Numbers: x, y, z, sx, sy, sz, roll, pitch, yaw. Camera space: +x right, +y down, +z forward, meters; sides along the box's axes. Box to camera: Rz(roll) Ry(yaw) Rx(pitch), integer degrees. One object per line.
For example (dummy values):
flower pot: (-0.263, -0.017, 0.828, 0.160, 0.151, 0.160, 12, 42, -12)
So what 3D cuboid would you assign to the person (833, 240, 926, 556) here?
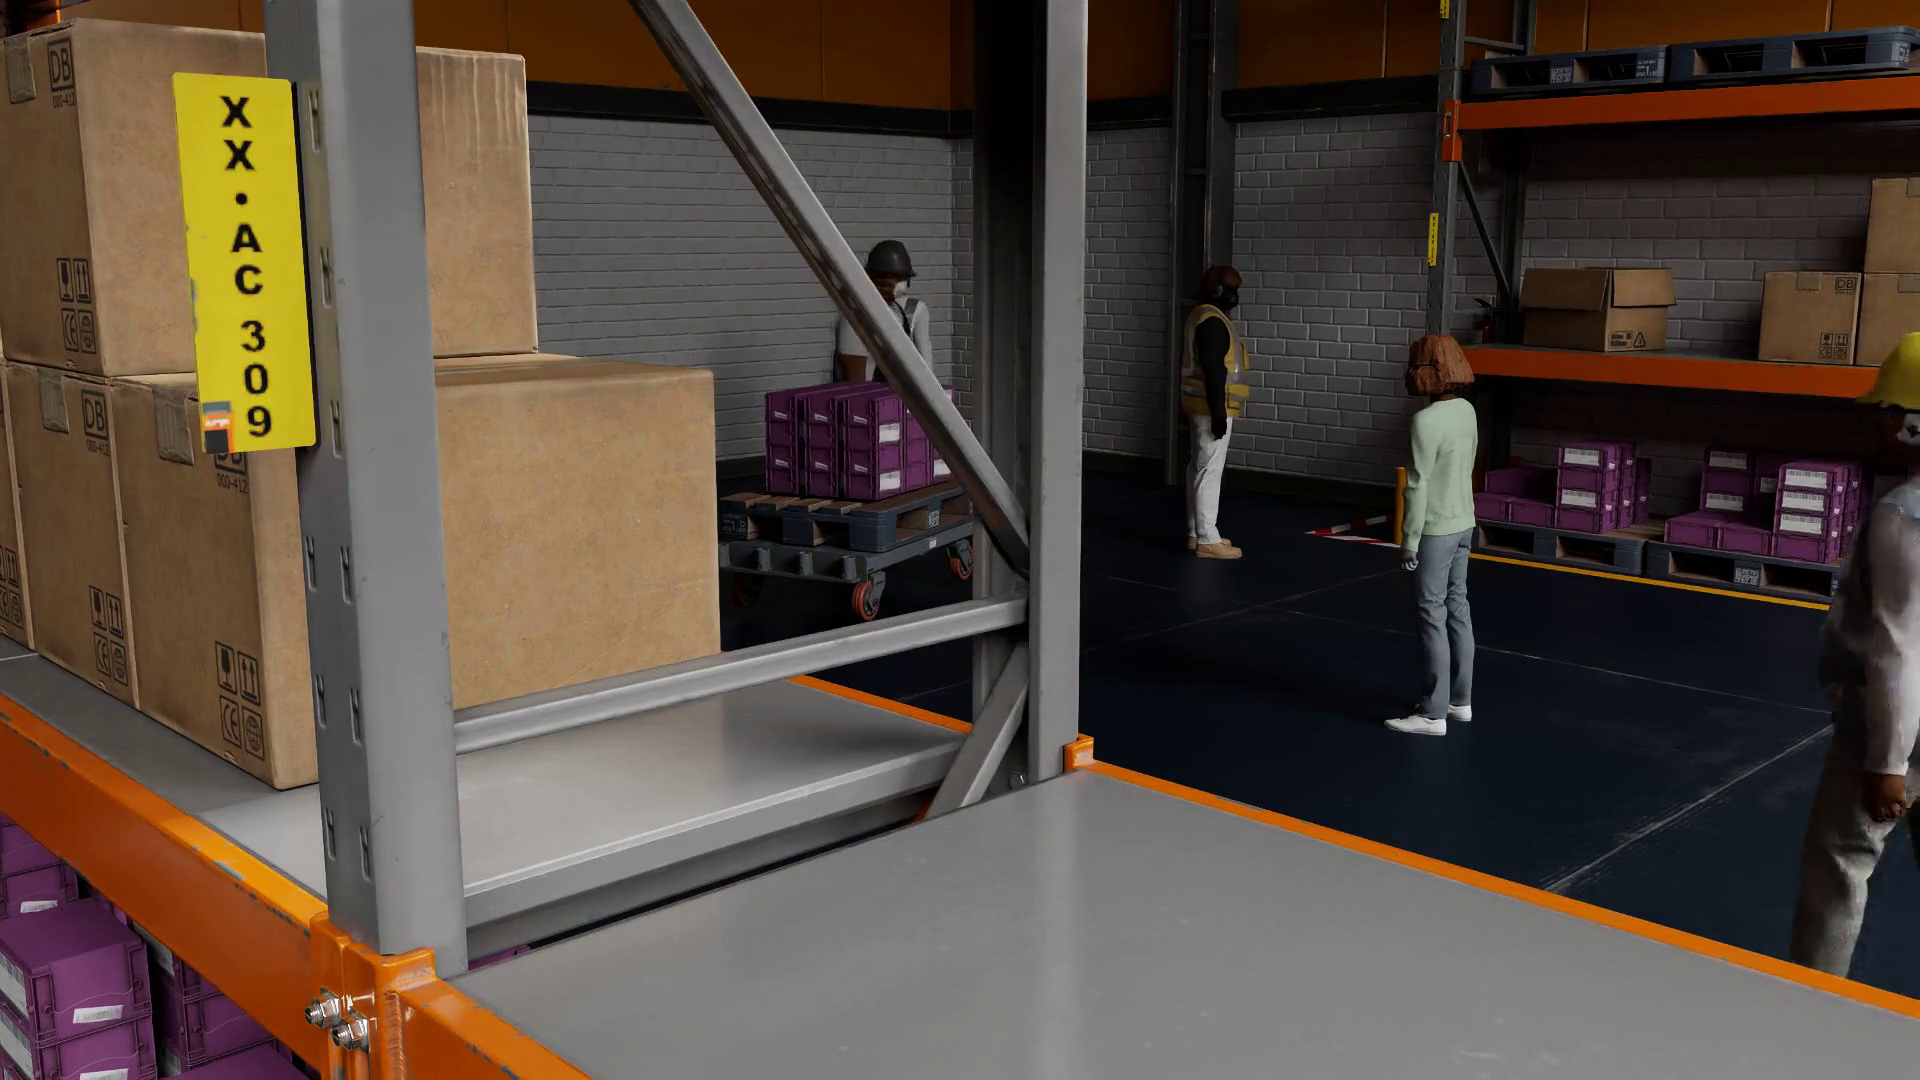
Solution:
person: (-0.521, -0.858, 10.222, 0.682, 2.000, 0.710, 4, 11, 20)

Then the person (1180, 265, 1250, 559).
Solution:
person: (1.612, -0.810, 10.523, 0.429, 1.837, 0.621, 0, 10, 1)

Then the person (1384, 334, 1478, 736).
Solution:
person: (1.944, -0.021, 6.800, 0.287, 1.626, 0.497, 8, 13, 39)

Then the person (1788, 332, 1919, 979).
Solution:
person: (2.313, 0.424, 3.885, 0.606, 1.810, 0.825, -7, 12, -33)

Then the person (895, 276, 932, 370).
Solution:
person: (-0.466, -1.078, 11.855, 0.576, 1.881, 0.354, 4, 11, 23)
